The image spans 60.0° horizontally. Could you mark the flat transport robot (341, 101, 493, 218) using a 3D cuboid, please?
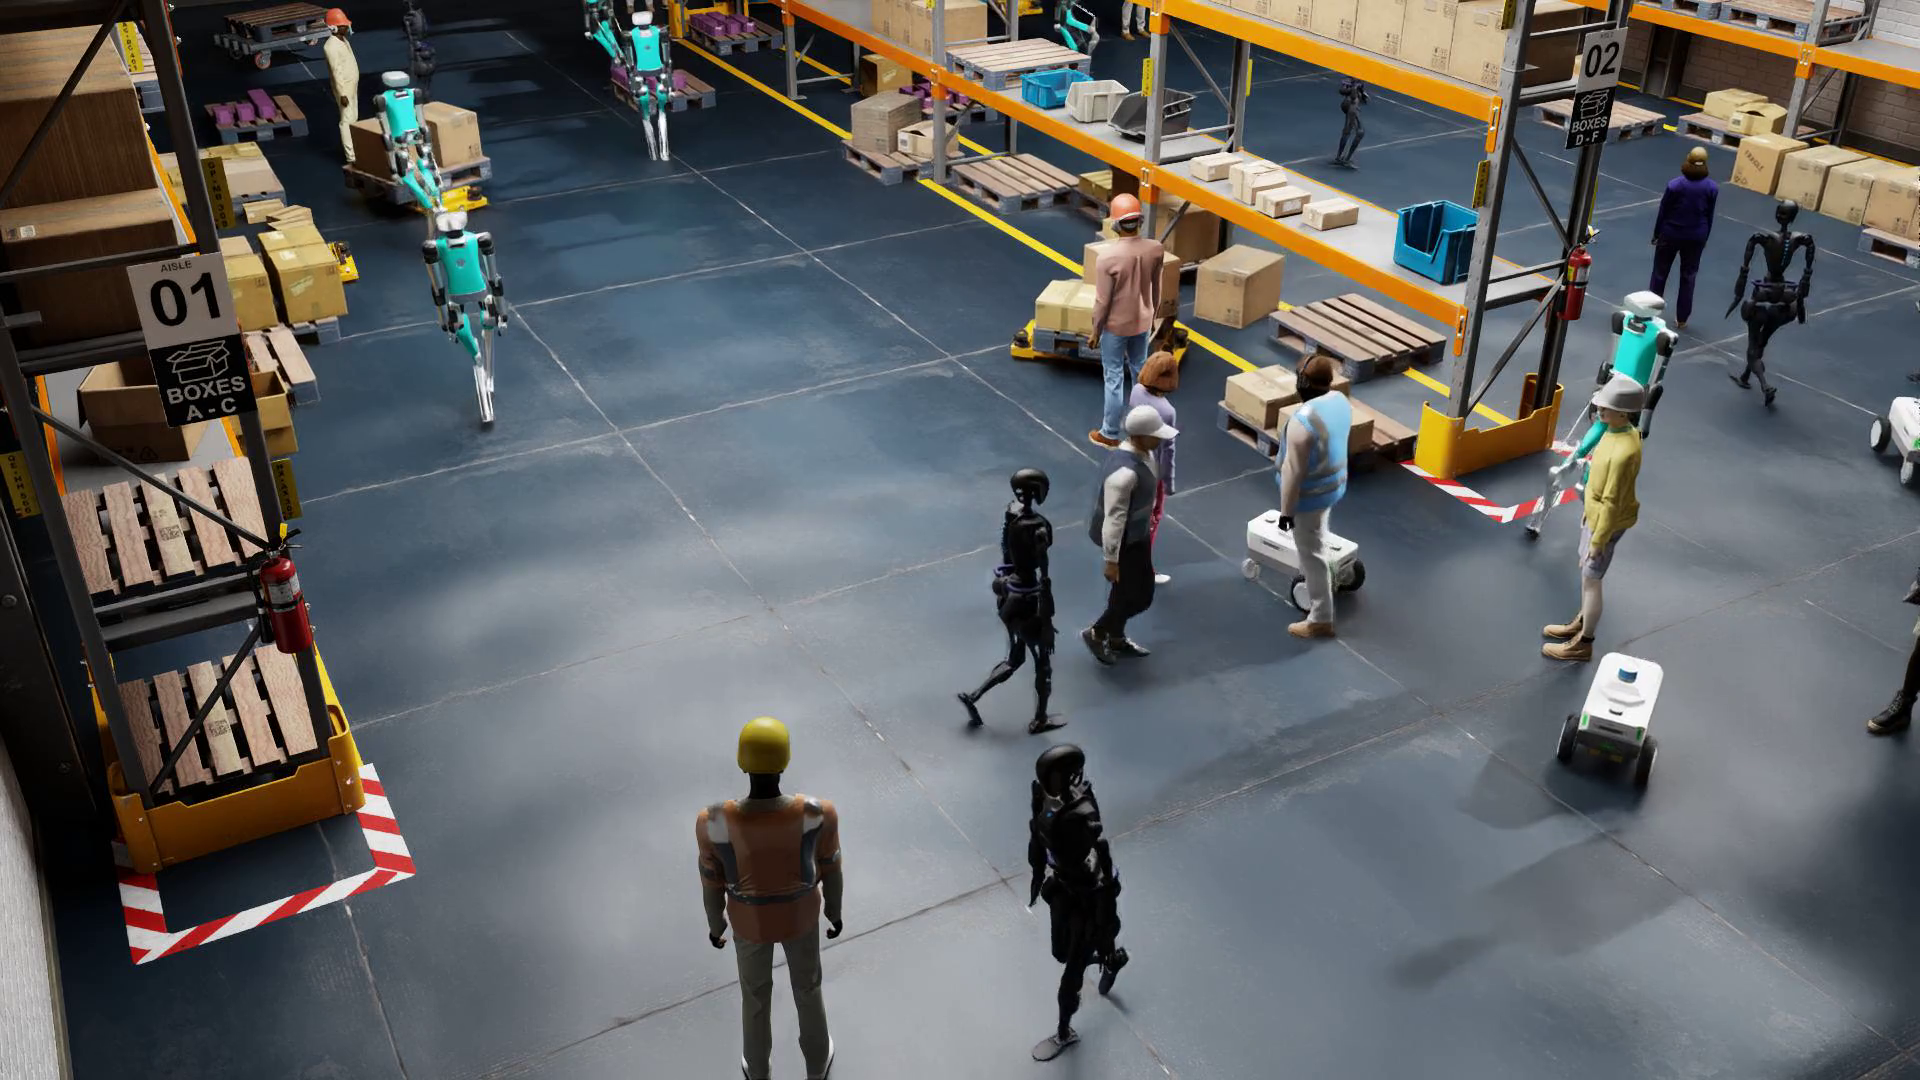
[{"bbox_3d":[-5.818,-3.763,17.961,1.431,0.231,0.659,22,37,34],"label":"flat transport robot"}]

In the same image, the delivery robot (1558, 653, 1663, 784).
[{"bbox_3d":[3.730,0.985,9.425,0.499,0.611,0.804,15,33,25],"label":"delivery robot"}]

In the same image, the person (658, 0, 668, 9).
[{"bbox_3d":[-4.600,-9.211,25.955,0.569,1.747,0.339,-17,34,-27],"label":"person"}]

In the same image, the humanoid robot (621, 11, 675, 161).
[{"bbox_3d":[-3.520,-5.109,18.921,0.564,1.869,0.750,-7,31,-11],"label":"humanoid robot"}]

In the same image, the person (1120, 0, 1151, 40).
[{"bbox_3d":[2.612,-8.231,24.123,0.560,1.888,0.398,-19,35,-29],"label":"person"}]

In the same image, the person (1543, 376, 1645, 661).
[{"bbox_3d":[3.856,-0.114,9.998,0.402,1.887,0.481,7,31,12],"label":"person"}]

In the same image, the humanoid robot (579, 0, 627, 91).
[{"bbox_3d":[-4.492,-6.568,21.482,0.769,1.899,0.551,18,35,29],"label":"humanoid robot"}]

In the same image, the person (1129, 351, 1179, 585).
[{"bbox_3d":[1.245,-0.469,10.864,0.284,1.628,0.499,-12,32,-20],"label":"person"}]

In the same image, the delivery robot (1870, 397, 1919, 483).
[{"bbox_3d":[7.227,-0.785,12.496,0.499,0.601,0.798,6,30,11],"label":"delivery robot"}]

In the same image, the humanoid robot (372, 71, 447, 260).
[{"bbox_3d":[-5.222,-3.617,16.254,0.858,1.802,0.583,21,36,31],"label":"humanoid robot"}]

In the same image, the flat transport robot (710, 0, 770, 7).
[{"bbox_3d":[-3.262,-8.685,26.528,1.431,0.231,0.659,-8,31,-13],"label":"flat transport robot"}]

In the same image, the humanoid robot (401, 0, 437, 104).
[{"bbox_3d":[-6.462,-5.824,20.154,0.487,1.632,0.621,4,30,7],"label":"humanoid robot"}]

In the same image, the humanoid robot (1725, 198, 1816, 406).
[{"bbox_3d":[6.534,-1.904,13.351,0.610,1.623,0.677,3,30,6],"label":"humanoid robot"}]

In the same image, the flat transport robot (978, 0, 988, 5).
[{"bbox_3d":[0.257,-8.580,26.346,1.431,0.231,0.659,-2,30,-4],"label":"flat transport robot"}]

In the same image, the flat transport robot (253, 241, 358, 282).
[{"bbox_3d":[-6.538,-2.568,15.880,1.431,0.231,0.659,-12,32,-21],"label":"flat transport robot"}]

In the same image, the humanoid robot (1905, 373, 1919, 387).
[{"bbox_3d":[8.126,-2.029,13.539,0.443,1.648,0.599,8,31,14],"label":"humanoid robot"}]

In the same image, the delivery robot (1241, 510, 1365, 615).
[{"bbox_3d":[2.239,0.091,10.957,0.767,0.587,0.499,26,39,38],"label":"delivery robot"}]

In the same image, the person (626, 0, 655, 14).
[{"bbox_3d":[-4.990,-9.075,25.631,0.632,1.839,0.429,-8,31,-14],"label":"person"}]

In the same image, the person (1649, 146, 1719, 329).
[{"bbox_3d":[6.383,-2.684,14.735,0.465,1.614,0.383,6,30,11],"label":"person"}]

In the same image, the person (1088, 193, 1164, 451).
[{"bbox_3d":[1.233,-1.632,12.531,0.610,1.984,0.389,-16,34,-26],"label":"person"}]

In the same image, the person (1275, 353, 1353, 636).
[{"bbox_3d":[2.211,-0.264,10.348,0.545,1.806,0.669,19,35,29],"label":"person"}]

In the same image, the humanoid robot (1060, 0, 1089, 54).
[{"bbox_3d":[1.592,-7.610,23.272,0.674,1.644,0.612,10,31,16],"label":"humanoid robot"}]

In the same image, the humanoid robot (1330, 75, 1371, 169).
[{"bbox_3d":[4.436,-5.013,18.727,0.376,1.647,0.589,11,32,18],"label":"humanoid robot"}]

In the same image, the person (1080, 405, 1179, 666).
[{"bbox_3d":[1.020,-0.015,9.947,0.490,1.746,0.764,9,31,15],"label":"person"}]

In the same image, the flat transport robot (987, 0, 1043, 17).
[{"bbox_3d":[0.710,-8.496,26.200,0.659,0.231,1.431,-12,32,-19],"label":"flat transport robot"}]

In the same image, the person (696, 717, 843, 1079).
[{"bbox_3d":[-0.784,1.564,7.024,0.591,1.926,0.363,-5,30,-8],"label":"person"}]

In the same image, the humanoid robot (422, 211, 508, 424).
[{"bbox_3d":[-3.857,-1.809,13.124,0.561,1.745,1.063,-8,31,-14],"label":"humanoid robot"}]

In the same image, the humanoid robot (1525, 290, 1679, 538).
[{"bbox_3d":[4.294,-0.751,11.328,0.836,1.866,0.544,-11,32,-19],"label":"humanoid robot"}]

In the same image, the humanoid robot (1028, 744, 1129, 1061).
[{"bbox_3d":[0.580,1.545,7.329,0.612,1.632,0.608,-19,35,-29],"label":"humanoid robot"}]

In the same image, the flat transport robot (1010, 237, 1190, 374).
[{"bbox_3d":[1.215,-1.703,14.374,1.431,0.231,0.659,10,31,17],"label":"flat transport robot"}]

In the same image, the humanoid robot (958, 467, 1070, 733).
[{"bbox_3d":[0.316,0.357,9.384,0.593,1.636,0.611,-11,32,-18],"label":"humanoid robot"}]

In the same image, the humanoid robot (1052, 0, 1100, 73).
[{"bbox_3d":[1.501,-6.951,22.059,1.039,1.743,0.559,9,31,16],"label":"humanoid robot"}]

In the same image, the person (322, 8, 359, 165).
[{"bbox_3d":[-6.931,-5.120,18.830,0.327,1.752,0.560,-2,30,-4],"label":"person"}]

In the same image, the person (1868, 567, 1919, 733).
[{"bbox_3d":[5.562,0.307,9.175,0.364,1.961,0.611,-20,35,-30],"label":"person"}]

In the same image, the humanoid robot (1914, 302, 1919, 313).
[{"bbox_3d":[8.698,-2.476,14.293,0.549,1.712,1.076,-3,30,-6],"label":"humanoid robot"}]
